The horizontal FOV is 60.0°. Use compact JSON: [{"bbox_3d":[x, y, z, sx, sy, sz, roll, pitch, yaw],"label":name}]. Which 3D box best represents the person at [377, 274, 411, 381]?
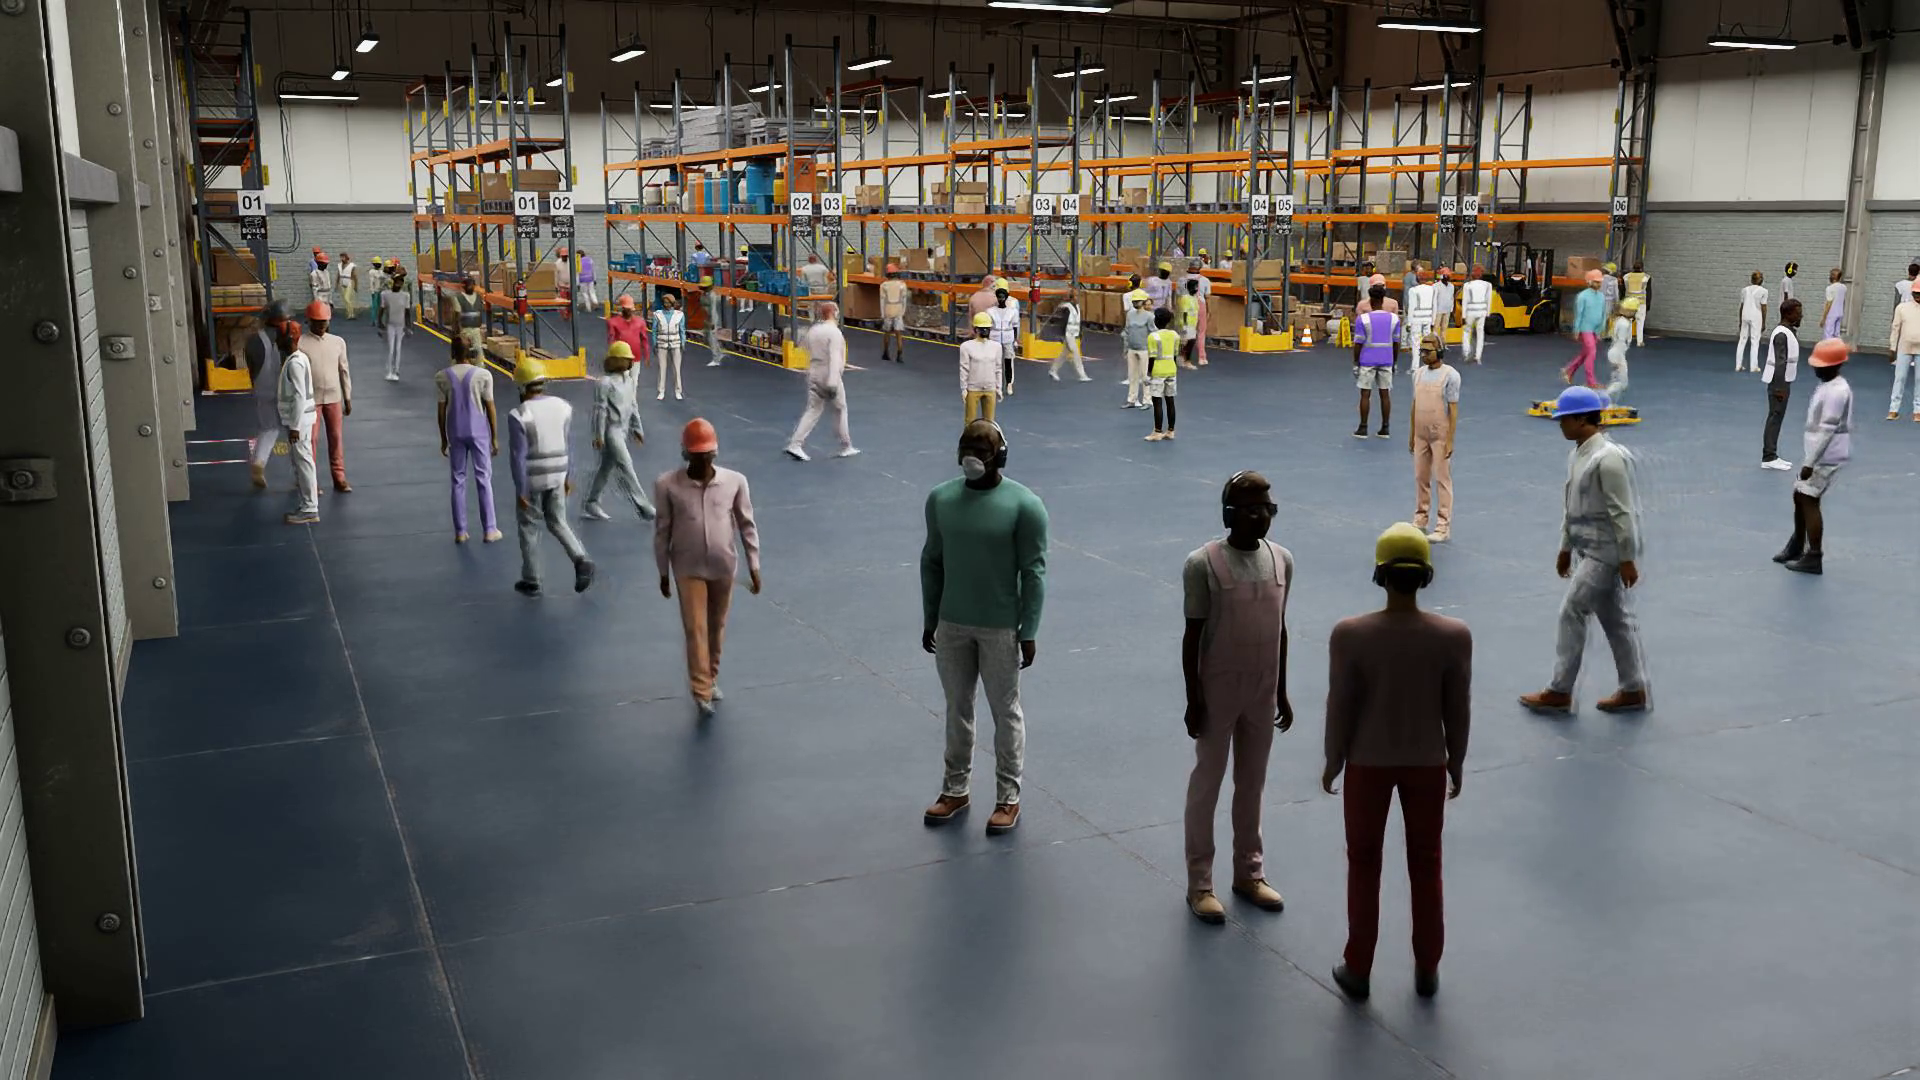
[{"bbox_3d":[-9.700,-3.645,28.602,0.561,1.831,0.706,-6,13,-29],"label":"person"}]

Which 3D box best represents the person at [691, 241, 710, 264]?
[{"bbox_3d":[-7.885,-8.060,50.499,0.607,2.040,0.378,-6,13,-27],"label":"person"}]

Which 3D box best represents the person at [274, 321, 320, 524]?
[{"bbox_3d":[-6.187,-1.097,15.512,0.356,1.883,0.572,-4,12,-20],"label":"person"}]

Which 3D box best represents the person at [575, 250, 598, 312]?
[{"bbox_3d":[-10.955,-7.565,48.572,0.680,1.810,0.446,-9,15,-40],"label":"person"}]

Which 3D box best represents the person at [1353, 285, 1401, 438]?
[{"bbox_3d":[5.336,-2.279,21.326,0.601,1.955,0.367,-1,11,-5],"label":"person"}]

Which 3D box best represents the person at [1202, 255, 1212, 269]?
[{"bbox_3d":[7.314,-7.637,49.382,0.286,1.632,0.501,6,12,27],"label":"person"}]

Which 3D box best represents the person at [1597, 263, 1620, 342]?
[{"bbox_3d":[14.348,-5.267,36.990,0.888,1.787,0.596,-5,12,-25],"label":"person"}]

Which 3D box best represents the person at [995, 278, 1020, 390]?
[{"bbox_3d":[0.680,-3.351,27.132,0.585,1.824,0.406,0,11,-1],"label":"person"}]

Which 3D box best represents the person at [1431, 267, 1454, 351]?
[{"bbox_3d":[10.046,-4.794,34.617,0.560,1.756,0.318,-5,12,-23],"label":"person"}]

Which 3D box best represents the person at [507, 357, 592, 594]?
[{"bbox_3d":[-3.101,-0.460,12.454,0.674,1.810,0.595,9,14,39],"label":"person"}]

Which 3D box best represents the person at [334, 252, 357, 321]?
[{"bbox_3d":[-16.476,-6.774,44.519,0.577,1.820,0.702,5,12,25],"label":"person"}]

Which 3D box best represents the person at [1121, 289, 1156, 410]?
[{"bbox_3d":[2.619,-2.789,24.401,0.523,1.769,0.323,10,15,42],"label":"person"}]

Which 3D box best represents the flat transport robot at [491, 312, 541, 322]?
[{"bbox_3d":[-11.848,-5.910,44.078,1.431,0.197,0.652,8,14,35],"label":"flat transport robot"}]

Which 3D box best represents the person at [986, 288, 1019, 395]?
[{"bbox_3d":[0.661,-3.141,26.373,0.540,1.696,0.315,0,11,1],"label":"person"}]

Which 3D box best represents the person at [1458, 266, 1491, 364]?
[{"bbox_3d":[9.909,-4.332,32.010,0.598,1.862,0.698,0,11,-1],"label":"person"}]

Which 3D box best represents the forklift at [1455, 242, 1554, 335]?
[{"bbox_3d":[13.047,-6.049,39.881,2.313,2.155,1.214,-5,12,-23],"label":"forklift"}]

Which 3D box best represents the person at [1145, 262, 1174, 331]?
[{"bbox_3d":[4.064,-4.732,34.015,0.605,1.862,0.818,-9,14,-38],"label":"person"}]

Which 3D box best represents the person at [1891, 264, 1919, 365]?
[{"bbox_3d":[18.003,-4.267,31.528,0.592,1.920,0.392,3,12,15],"label":"person"}]

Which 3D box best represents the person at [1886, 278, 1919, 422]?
[{"bbox_3d":[13.227,-2.634,23.039,0.613,1.991,0.392,8,13,34],"label":"person"}]

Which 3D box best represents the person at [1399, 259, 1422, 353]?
[{"bbox_3d":[9.329,-4.818,34.312,0.377,1.935,0.629,10,15,42],"label":"person"}]

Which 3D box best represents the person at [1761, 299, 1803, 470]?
[{"bbox_3d":[9.281,-1.763,18.805,0.387,1.919,0.594,6,13,29],"label":"person"}]

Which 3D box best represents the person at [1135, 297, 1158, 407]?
[{"bbox_3d":[2.749,-2.811,24.841,0.513,1.641,0.307,-8,14,-36],"label":"person"}]

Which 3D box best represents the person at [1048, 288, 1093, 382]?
[{"bbox_3d":[1.875,-3.524,28.561,0.861,1.598,0.527,5,12,24],"label":"person"}]

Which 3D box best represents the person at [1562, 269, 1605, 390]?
[{"bbox_3d":[10.310,-3.473,27.377,0.622,1.970,0.859,-7,13,-31],"label":"person"}]

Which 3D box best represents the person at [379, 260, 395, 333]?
[{"bbox_3d":[-13.698,-5.845,39.992,0.296,1.745,0.484,7,13,32],"label":"person"}]

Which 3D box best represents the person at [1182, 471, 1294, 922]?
[{"bbox_3d":[1.143,0.633,6.814,0.508,1.847,0.345,-5,12,-23],"label":"person"}]

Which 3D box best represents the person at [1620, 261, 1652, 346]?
[{"bbox_3d":[14.688,-5.138,36.151,0.633,1.842,0.429,6,13,29],"label":"person"}]

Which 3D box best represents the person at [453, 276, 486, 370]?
[{"bbox_3d":[-8.549,-3.681,28.874,0.963,1.802,0.571,11,15,43],"label":"person"}]

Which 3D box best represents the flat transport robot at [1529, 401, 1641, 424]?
[{"bbox_3d":[8.677,-1.787,23.123,0.652,0.197,1.431,-5,12,-25],"label":"flat transport robot"}]

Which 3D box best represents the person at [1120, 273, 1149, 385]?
[{"bbox_3d":[2.937,-3.537,27.954,0.534,1.864,0.309,-5,12,-24],"label":"person"}]

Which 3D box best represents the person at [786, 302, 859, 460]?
[{"bbox_3d":[-1.609,-1.859,19.506,0.941,1.848,0.685,-10,15,-41],"label":"person"}]

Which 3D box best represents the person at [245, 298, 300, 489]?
[{"bbox_3d":[-7.107,-1.542,17.367,0.684,2.000,0.875,0,11,-1],"label":"person"}]

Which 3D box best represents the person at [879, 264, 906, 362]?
[{"bbox_3d":[-1.304,-4.413,32.345,0.540,1.889,0.947,-2,11,-10],"label":"person"}]

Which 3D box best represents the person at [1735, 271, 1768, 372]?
[{"bbox_3d":[14.413,-3.971,30.251,0.349,1.837,0.502,-8,14,-35],"label":"person"}]

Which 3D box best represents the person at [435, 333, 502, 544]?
[{"bbox_3d":[-4.289,-0.880,14.518,0.506,1.839,0.343,-1,11,-4],"label":"person"}]
